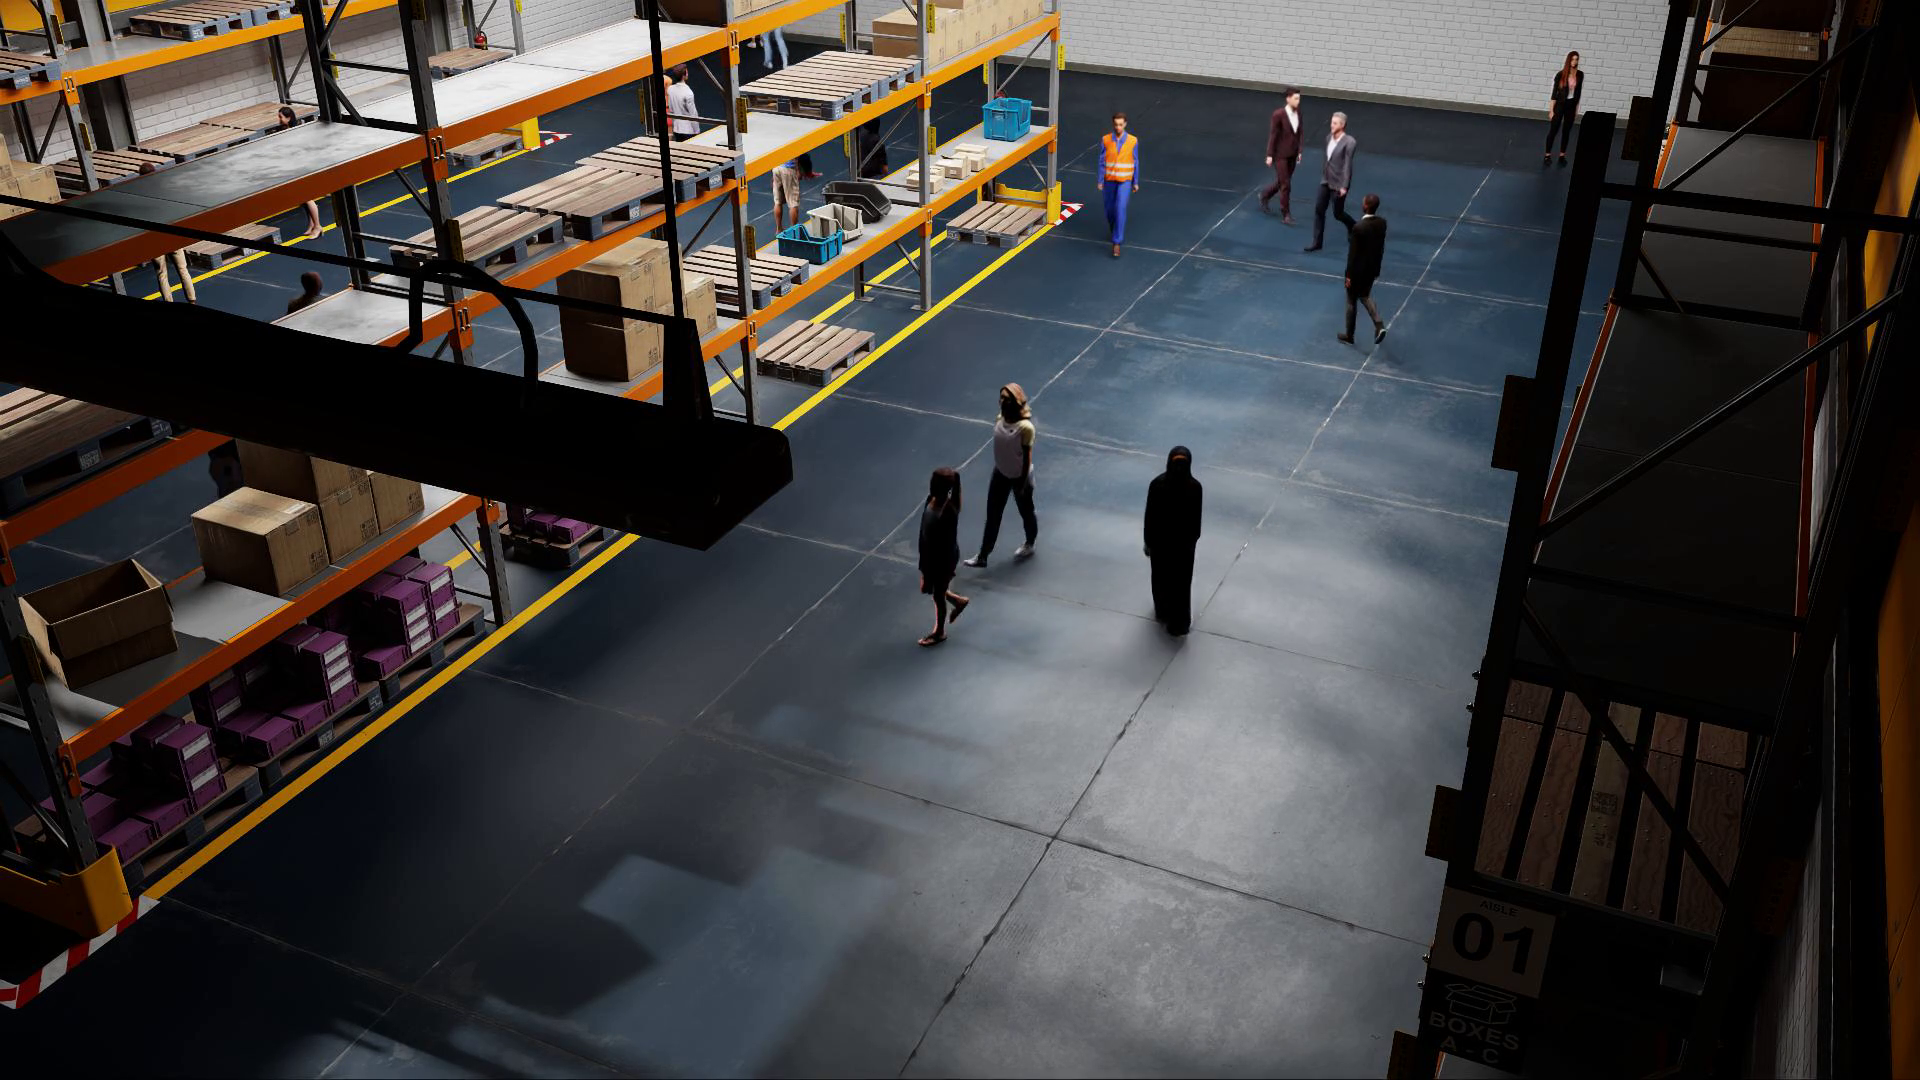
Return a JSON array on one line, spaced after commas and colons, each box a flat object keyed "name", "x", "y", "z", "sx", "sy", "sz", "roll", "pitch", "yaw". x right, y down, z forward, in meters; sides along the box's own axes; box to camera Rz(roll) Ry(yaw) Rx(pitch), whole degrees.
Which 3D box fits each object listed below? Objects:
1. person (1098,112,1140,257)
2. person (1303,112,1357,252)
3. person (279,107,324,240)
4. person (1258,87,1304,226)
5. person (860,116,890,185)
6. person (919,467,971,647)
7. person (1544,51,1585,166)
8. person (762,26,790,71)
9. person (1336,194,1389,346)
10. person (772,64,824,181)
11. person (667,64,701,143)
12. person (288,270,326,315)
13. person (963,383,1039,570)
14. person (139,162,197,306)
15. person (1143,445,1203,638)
[{"name": "person", "x": 2.065, "y": -4.693, "z": 21.760, "sx": 0.887, "sy": 1.835, "sz": 1.205, "roll": 5, "pitch": 29, "yaw": 9}, {"name": "person", "x": 4.946, "y": -4.674, "z": 21.744, "sx": 1.154, "sy": 1.817, "sz": 1.017, "roll": -18, "pitch": 34, "yaw": -30}, {"name": "person", "x": -8.823, "y": -4.901, "z": 22.217, "sx": 0.803, "sy": 1.762, "sz": 0.777, "roll": -18, "pitch": 33, "yaw": -29}, {"name": "person", "x": 4.419, "y": -5.315, "z": 22.891, "sx": 1.200, "sy": 1.843, "sz": 1.160, "roll": -17, "pitch": 33, "yaw": -28}, {"name": "person", "x": -1.218, "y": -4.840, "z": 22.180, "sx": 0.635, "sy": 1.690, "sz": 0.656, "roll": 18, "pitch": 33, "yaw": 29}, {"name": "person", "x": -0.103, "y": 0.097, "z": 13.275, "sx": 0.850, "sy": 1.550, "sz": 0.735, "roll": -19, "pitch": 34, "yaw": -30}, {"name": "person", "x": 9.234, "y": -6.603, "z": 25.391, "sx": 0.665, "sy": 1.710, "sz": 0.670, "roll": 0, "pitch": 29, "yaw": -1}, {"name": "person", "x": -3.443, "y": -9.622, "z": 30.786, "sx": 1.069, "sy": 1.845, "sz": 1.070, "roll": -15, "pitch": 32, "yaw": -26}, {"name": "person", "x": 4.597, "y": -2.994, "z": 18.694, "sx": 0.999, "sy": 1.789, "sz": 1.018, "roll": -15, "pitch": 32, "yaw": -26}, {"name": "person", "x": -2.455, "y": -6.053, "z": 24.358, "sx": 1.226, "sy": 1.735, "sz": 1.017, "roll": -18, "pitch": 33, "yaw": -29}, {"name": "person", "x": -3.970, "y": -5.927, "z": 24.004, "sx": 0.728, "sy": 1.853, "sz": 0.662, "roll": 21, "pitch": 35, "yaw": 33}, {"name": "person", "x": -6.329, "y": -1.732, "z": 16.358, "sx": 0.869, "sy": 1.809, "sz": 0.924, "roll": 3, "pitch": 29, "yaw": 5}, {"name": "person", "x": 0.538, "y": -0.562, "z": 14.345, "sx": 1.148, "sy": 1.684, "sz": 0.887, "roll": -25, "pitch": 37, "yaw": -38}, {"name": "person", "x": -9.387, "y": -3.529, "z": 19.601, "sx": 0.677, "sy": 1.859, "sz": 0.773, "roll": -14, "pitch": 32, "yaw": -24}, {"name": "person", "x": 1.727, "y": -0.075, "z": 13.530, "sx": 0.759, "sy": 1.609, "sz": 1.057, "roll": 6, "pitch": 29, "yaw": 11}]
